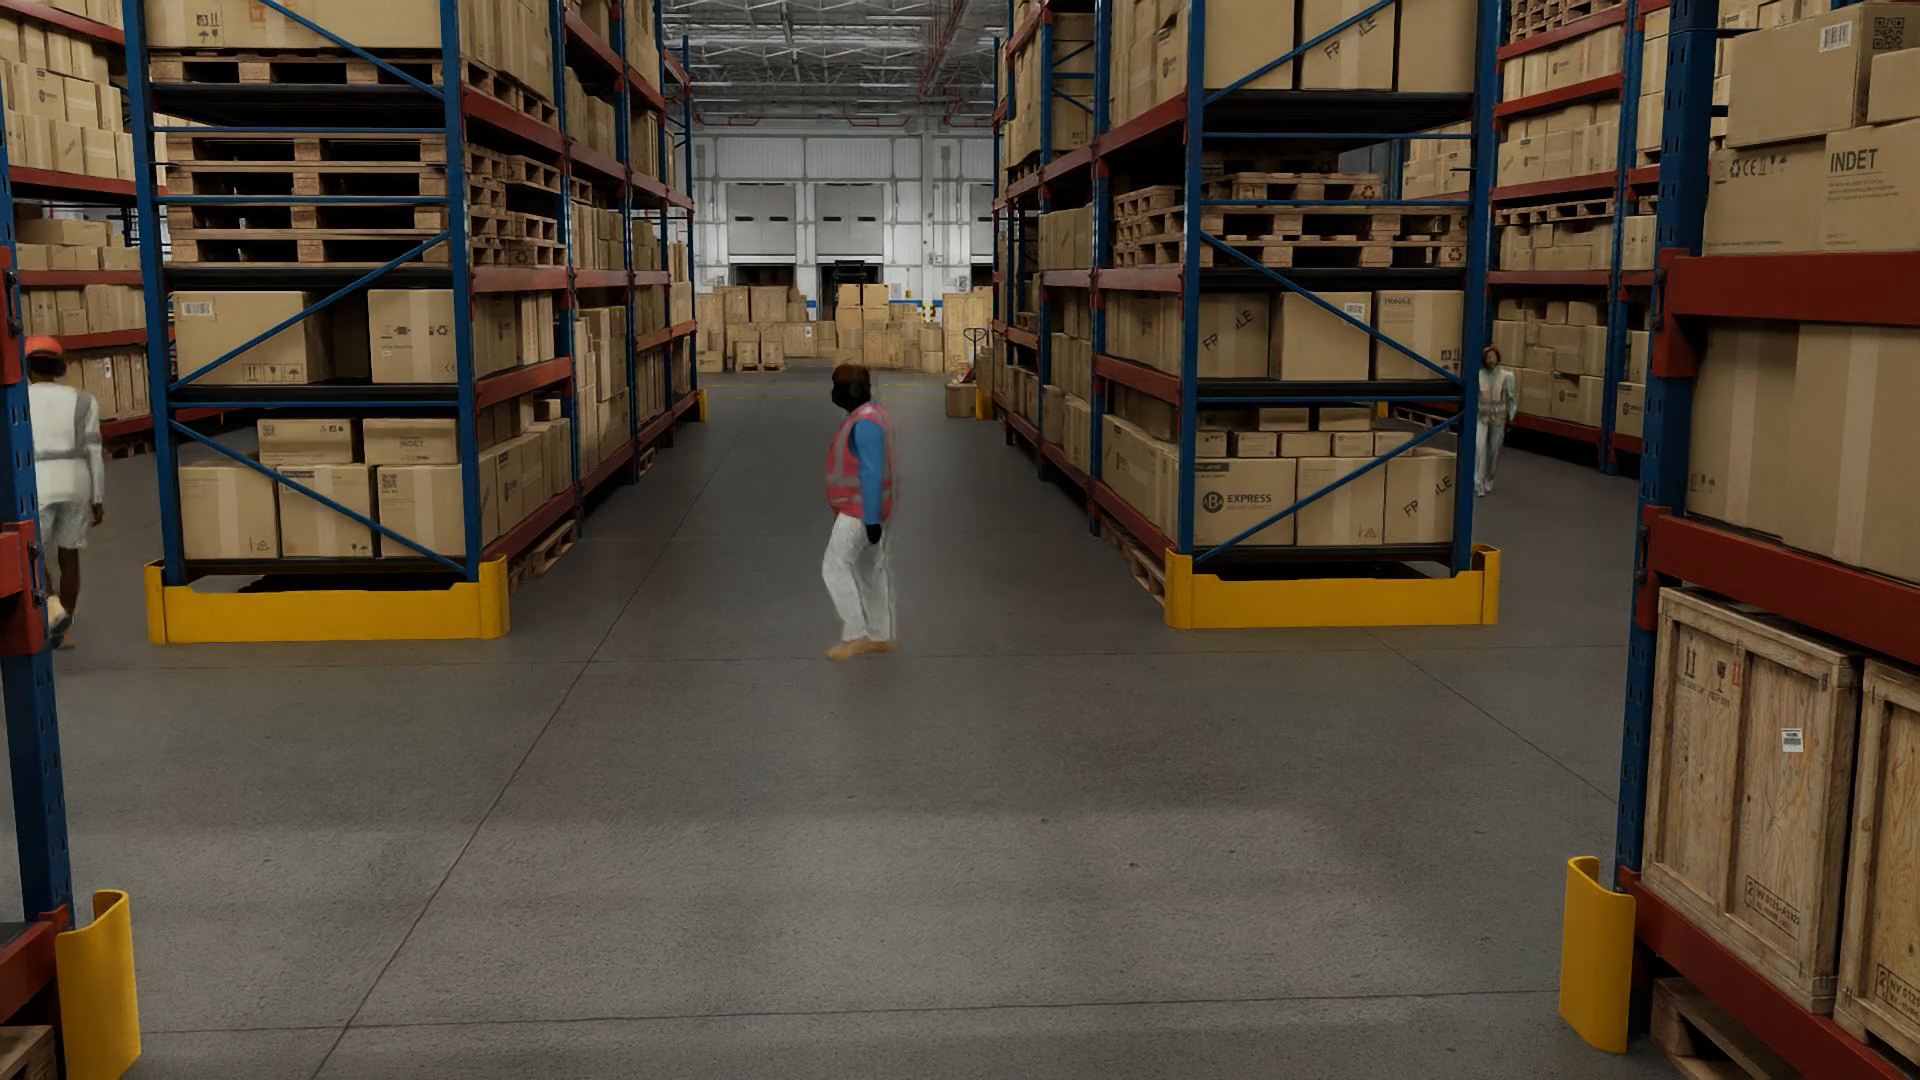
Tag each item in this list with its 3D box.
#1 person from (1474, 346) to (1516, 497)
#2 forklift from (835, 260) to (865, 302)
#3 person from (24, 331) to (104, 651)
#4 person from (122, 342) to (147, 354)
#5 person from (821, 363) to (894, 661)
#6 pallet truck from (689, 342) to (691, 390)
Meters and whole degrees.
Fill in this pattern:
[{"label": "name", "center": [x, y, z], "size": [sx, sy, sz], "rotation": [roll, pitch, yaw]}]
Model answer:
[{"label": "person", "center": [5.688, -1.289, 17.891], "size": [0.511, 1.614, 0.719], "rotation": [2, 9, 11]}, {"label": "forklift", "center": [-3.432, -7.334, 51.881], "size": [1.129, 2.768, 1.873], "rotation": [-1, 9, -4]}, {"label": "person", "center": [-5.599, -0.276, 10.292], "size": [0.629, 2.012, 0.769], "rotation": [-7, 12, -39]}, {"label": "person", "center": [-24.422, -6.392, 49.050], "size": [0.603, 1.897, 0.815], "rotation": [5, 10, 29]}, {"label": "person", "center": [-0.667, -0.168, 10.197], "size": [0.563, 1.825, 0.624], "rotation": [0, 9, -2]}, {"label": "pallet truck", "center": [-5.225, -3.008, 27.480], "size": [1.885, 1.965, 0.823], "rotation": [2, 9, 14]}]
